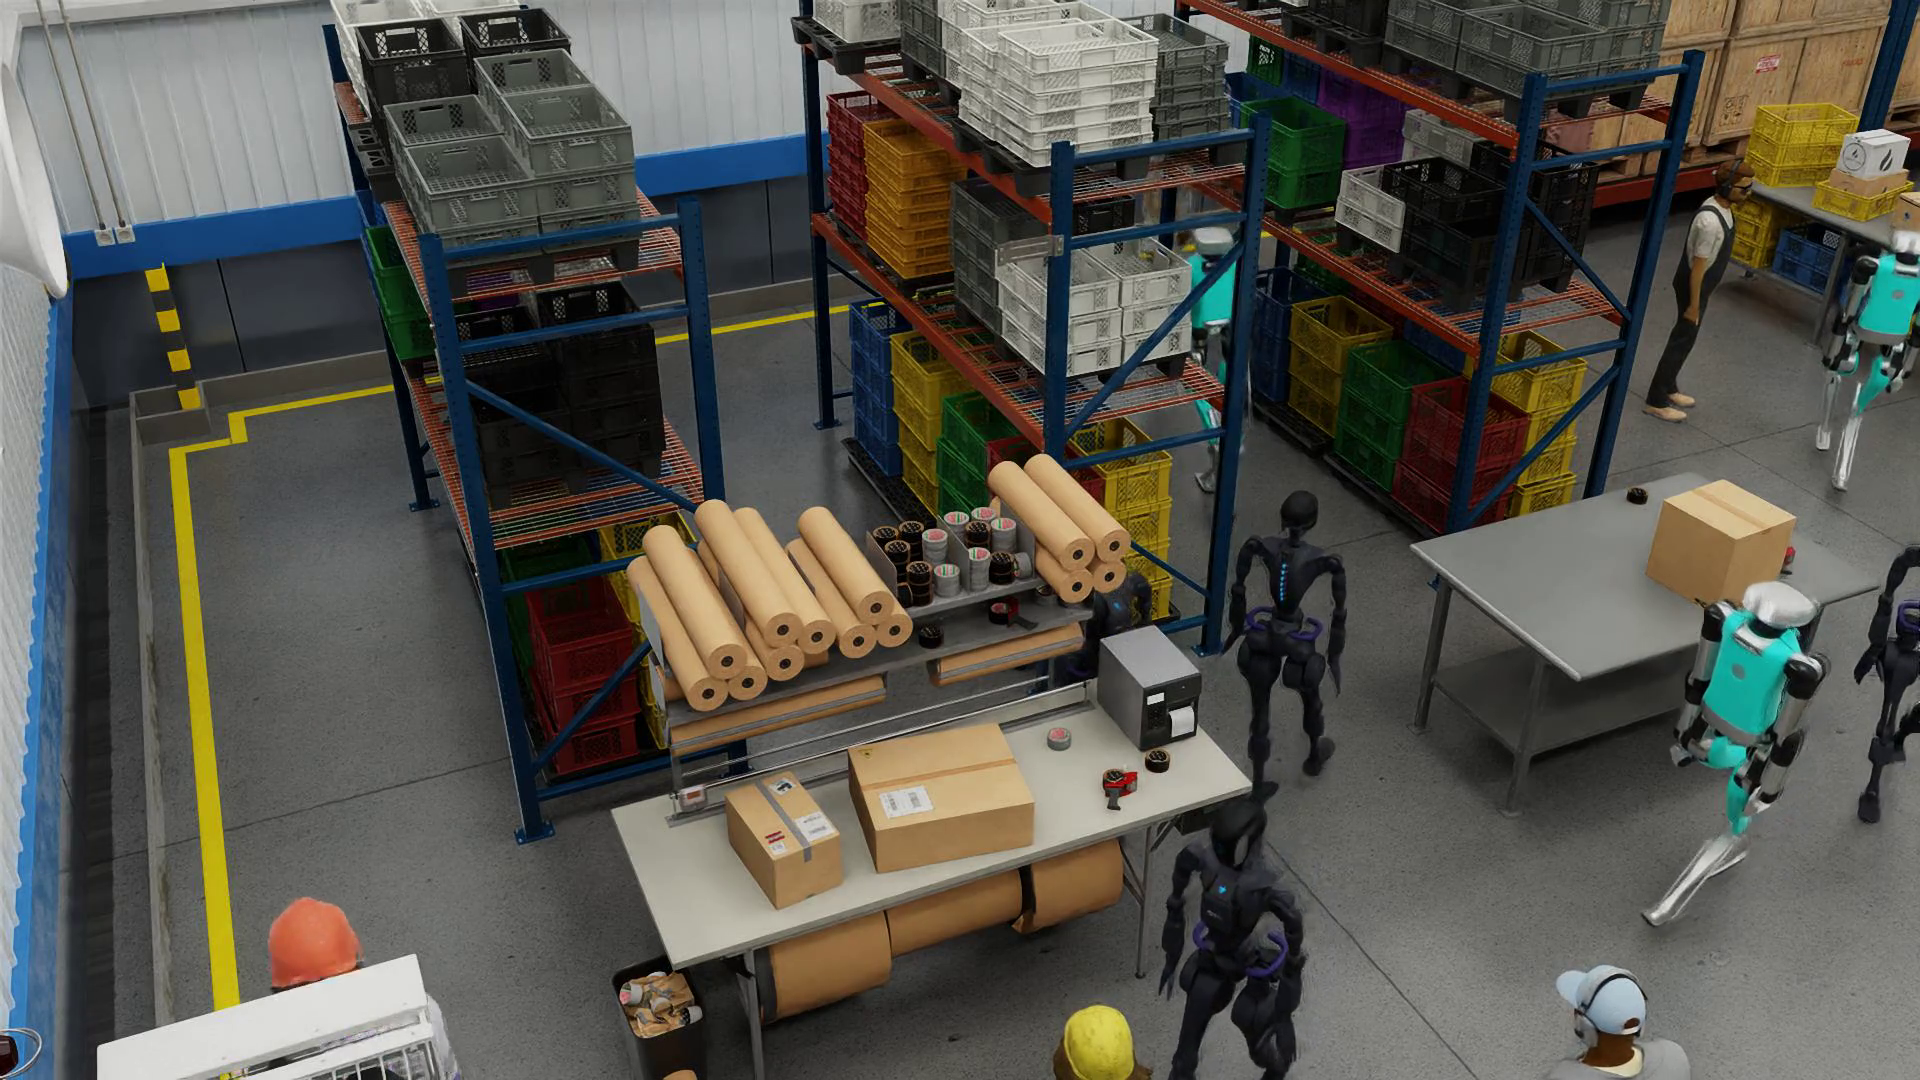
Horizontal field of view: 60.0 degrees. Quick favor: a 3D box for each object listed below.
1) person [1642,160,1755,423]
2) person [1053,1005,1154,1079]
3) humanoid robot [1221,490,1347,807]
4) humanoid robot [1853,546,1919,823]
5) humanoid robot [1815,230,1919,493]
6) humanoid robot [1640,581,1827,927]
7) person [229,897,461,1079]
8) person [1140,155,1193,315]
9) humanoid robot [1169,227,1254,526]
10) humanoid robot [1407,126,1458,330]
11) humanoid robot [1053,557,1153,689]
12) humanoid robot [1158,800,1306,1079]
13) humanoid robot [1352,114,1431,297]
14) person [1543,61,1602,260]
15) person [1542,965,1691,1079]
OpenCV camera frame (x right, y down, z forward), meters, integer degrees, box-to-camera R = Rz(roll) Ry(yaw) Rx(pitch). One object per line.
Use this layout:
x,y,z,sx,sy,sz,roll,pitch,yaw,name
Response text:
4.974,-1.675,11.201,0.336,1.838,0.505,16,35,24,person
0.409,2.087,5.171,0.486,1.746,0.292,-7,32,-11,person
1.536,0.474,7.875,0.601,1.643,0.617,15,35,23,humanoid robot
4.581,0.521,7.839,0.585,1.636,0.785,12,34,19,humanoid robot
5.753,-1.205,10.559,0.545,1.747,1.039,10,33,16,humanoid robot
3.383,0.899,7.116,1.026,1.738,0.561,-17,35,-25,humanoid robot
-1.819,1.942,5.155,0.618,2.016,0.878,-12,34,-19,person
1.562,-2.441,12.375,0.645,1.910,0.570,-19,36,-28,person
1.609,-0.917,10.089,0.559,1.795,0.933,-7,32,-11,humanoid robot
3.423,-1.956,11.781,0.539,1.800,0.821,-12,34,-19,humanoid robot
0.647,0.659,7.559,0.592,1.646,0.399,-19,36,-28,humanoid robot
1.022,1.601,6.093,0.595,1.647,0.781,24,39,34,humanoid robot
3.180,-2.457,12.571,0.530,1.800,0.723,-19,36,-28,humanoid robot
4.957,-3.097,13.583,0.524,1.761,0.335,-17,35,-25,person
1.876,2.020,5.184,0.588,1.847,0.396,-13,34,-20,person
